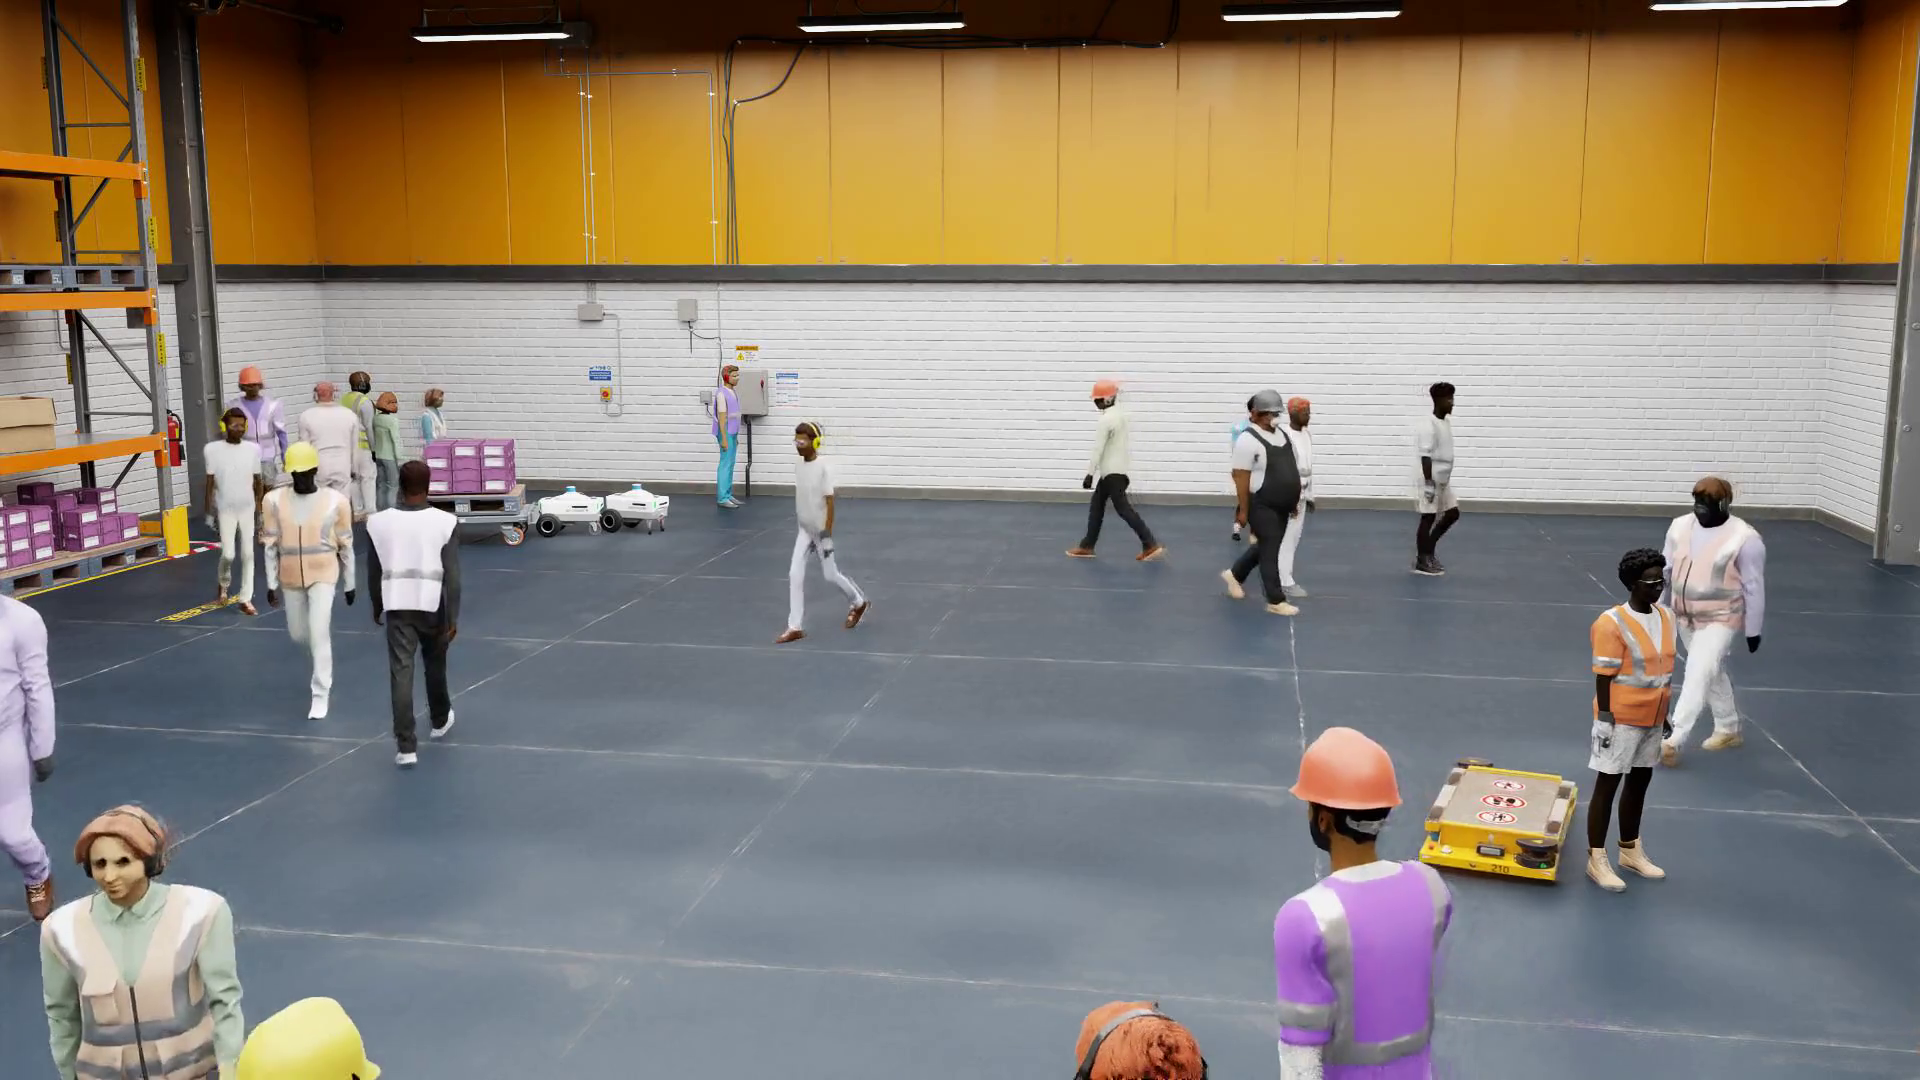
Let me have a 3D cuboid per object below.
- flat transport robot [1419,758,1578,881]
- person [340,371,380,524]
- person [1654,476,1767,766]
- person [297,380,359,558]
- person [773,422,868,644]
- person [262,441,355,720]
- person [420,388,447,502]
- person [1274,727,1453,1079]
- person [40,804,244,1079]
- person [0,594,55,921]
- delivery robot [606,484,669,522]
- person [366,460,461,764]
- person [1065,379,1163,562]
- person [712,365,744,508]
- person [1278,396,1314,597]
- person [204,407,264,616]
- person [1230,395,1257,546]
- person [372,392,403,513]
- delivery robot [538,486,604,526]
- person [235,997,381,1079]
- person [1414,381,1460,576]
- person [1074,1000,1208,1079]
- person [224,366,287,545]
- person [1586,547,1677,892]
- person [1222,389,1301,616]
[{"bbox_3d":[2.916,1.470,8.924,0.652,0.197,1.431,4,10,24],"label":"flat transport robot"},{"bbox_3d":[-7.198,-1.116,20.105,0.627,1.846,0.428,8,12,41],"label":"person"},{"bbox_3d":[4.601,0.491,10.319,1.016,1.782,0.614,-4,10,-24],"label":"person"},{"bbox_3d":[-6.733,-0.751,17.692,0.657,1.887,0.610,-7,11,-36],"label":"person"},{"bbox_3d":[-1.140,-0.086,13.813,0.527,1.824,0.949,8,12,42],"label":"person"},{"bbox_3d":[-4.494,0.236,11.564,0.578,1.894,0.845,-1,9,-4],"label":"person"},{"bbox_3d":[-6.387,-1.028,20.243,0.358,1.630,0.528,1,9,4],"label":"person"},{"bbox_3d":[0.932,1.402,4.277,0.552,1.901,0.841,-4,10,-24],"label":"person"},{"bbox_3d":[-2.247,1.502,4.630,0.515,1.599,0.845,-3,10,-16],"label":"person"},{"bbox_3d":[-4.354,0.910,7.365,0.645,1.897,0.546,-2,9,-12],"label":"person"},{"bbox_3d":[-3.770,-0.414,19.441,0.707,0.478,0.477,3,10,20],"label":"delivery robot"},{"bbox_3d":[-3.437,0.432,10.493,0.612,1.855,1.045,-1,9,-7],"label":"person"},{"bbox_3d":[1.658,-0.727,17.457,1.065,1.945,0.606,3,10,19],"label":"person"},{"bbox_3d":[-3.006,-1.337,21.467,0.373,1.843,0.570,1,9,7],"label":"person"},{"bbox_3d":[3.151,-0.417,15.681,0.409,1.886,0.579,8,12,40],"label":"person"},{"bbox_3d":[-6.423,-0.259,14.729,0.524,1.858,0.468,-8,12,-40],"label":"person"},{"bbox_3d":[3.269,-0.766,18.436,0.538,1.684,0.367,5,11,30],"label":"person"},{"bbox_3d":[-6.751,-0.935,19.651,0.496,1.628,0.275,7,12,38],"label":"person"},{"bbox_3d":[-4.485,-0.375,19.203,0.707,0.478,0.477,0,9,-3],"label":"delivery robot"},{"bbox_3d":[-1.205,1.697,2.967,0.527,1.746,0.594,3,10,20],"label":"person"},{"bbox_3d":[4.763,-0.609,16.603,0.426,1.949,0.639,7,11,36],"label":"person"},{"bbox_3d":[0.305,1.666,2.738,0.599,1.881,0.410,-3,10,-20],"label":"person"},{"bbox_3d":[-7.946,-0.981,18.785,0.621,2.004,0.971,-5,10,-28],"label":"person"},{"bbox_3d":[3.324,0.874,8.213,0.539,1.696,0.317,-5,11,-29],"label":"person"},{"bbox_3d":[2.705,-0.382,14.936,0.894,2.000,0.679,8,12,41],"label":"person"}]
